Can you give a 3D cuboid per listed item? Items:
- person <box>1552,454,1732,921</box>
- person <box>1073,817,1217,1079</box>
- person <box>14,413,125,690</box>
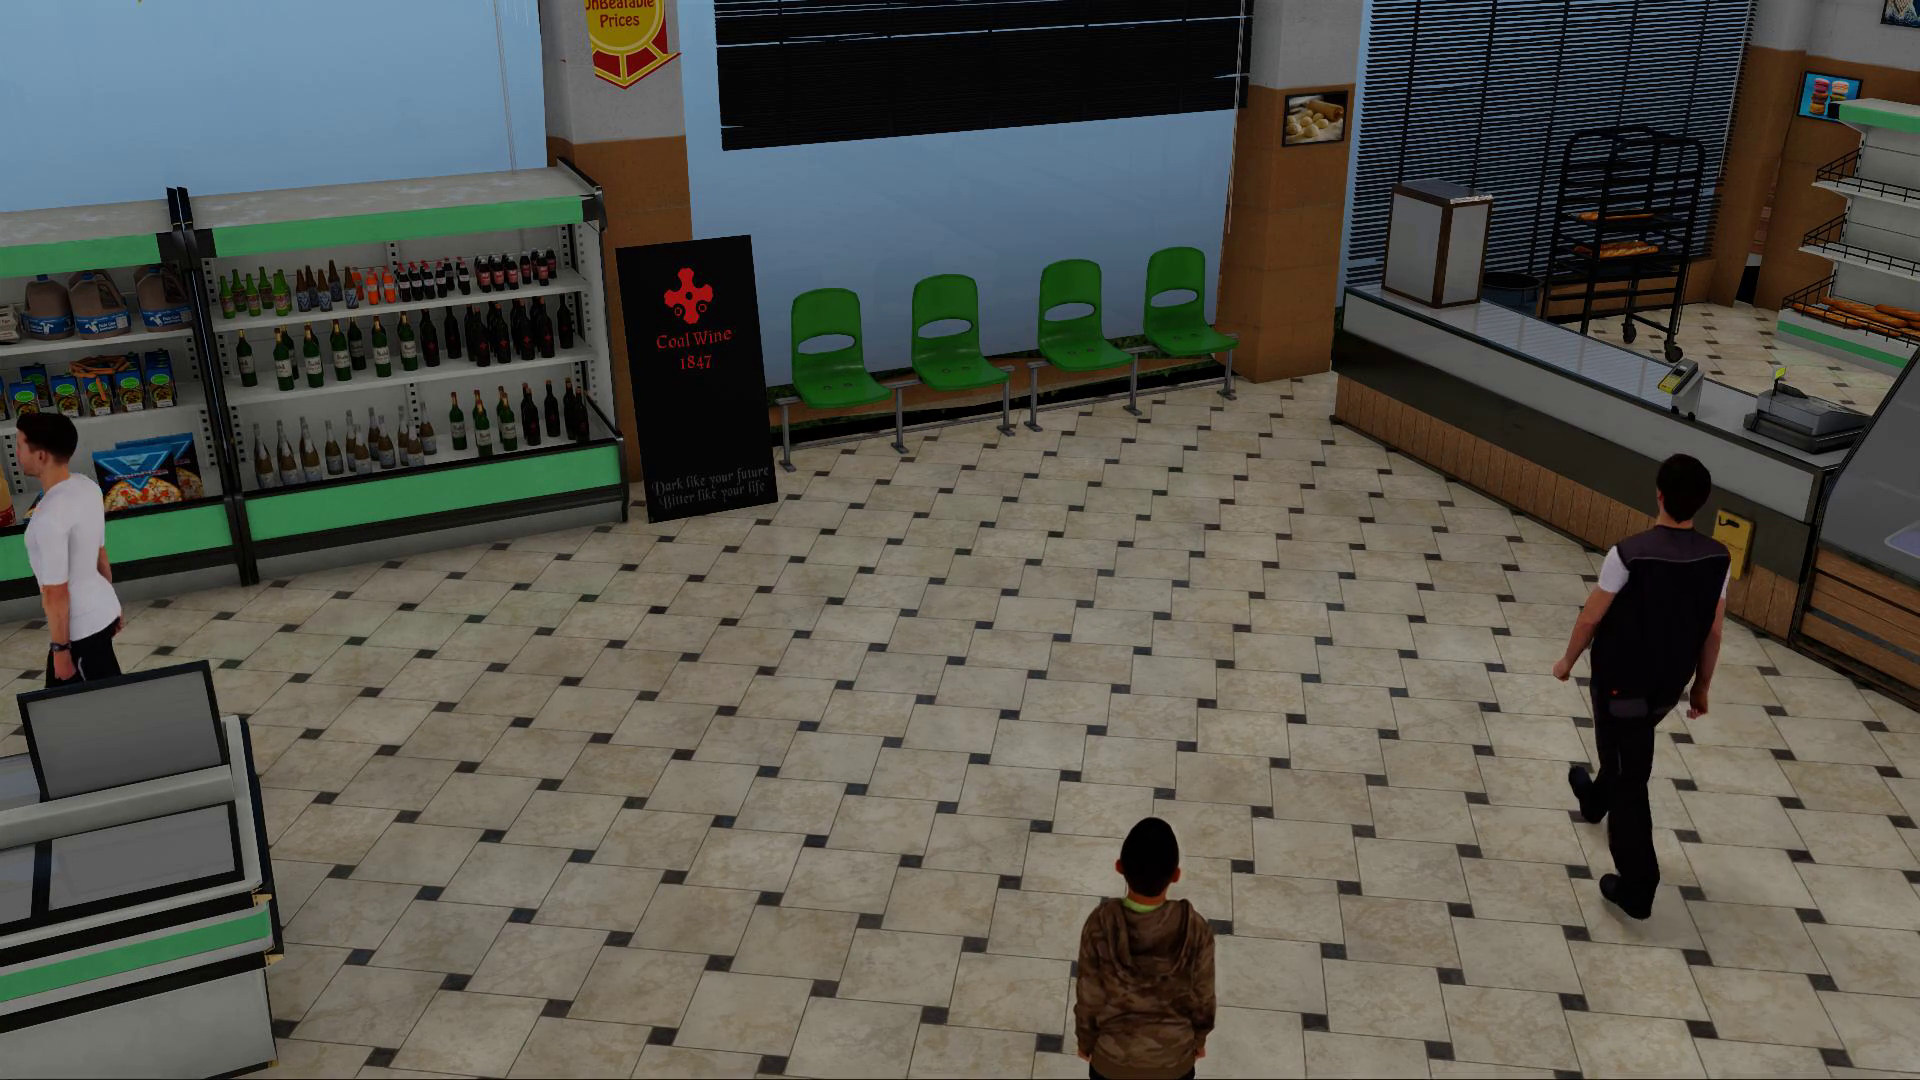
[{"bbox_3d":[2.691,0.611,6.486,1.208,1.798,0.975,-3,24,-7],"label":"person"},{"bbox_3d":[0.542,1.477,4.934,0.639,1.455,0.729,1,24,3],"label":"person"},{"bbox_3d":[-3.620,0.352,7.046,1.218,1.823,0.851,-5,24,-12],"label":"person"}]
